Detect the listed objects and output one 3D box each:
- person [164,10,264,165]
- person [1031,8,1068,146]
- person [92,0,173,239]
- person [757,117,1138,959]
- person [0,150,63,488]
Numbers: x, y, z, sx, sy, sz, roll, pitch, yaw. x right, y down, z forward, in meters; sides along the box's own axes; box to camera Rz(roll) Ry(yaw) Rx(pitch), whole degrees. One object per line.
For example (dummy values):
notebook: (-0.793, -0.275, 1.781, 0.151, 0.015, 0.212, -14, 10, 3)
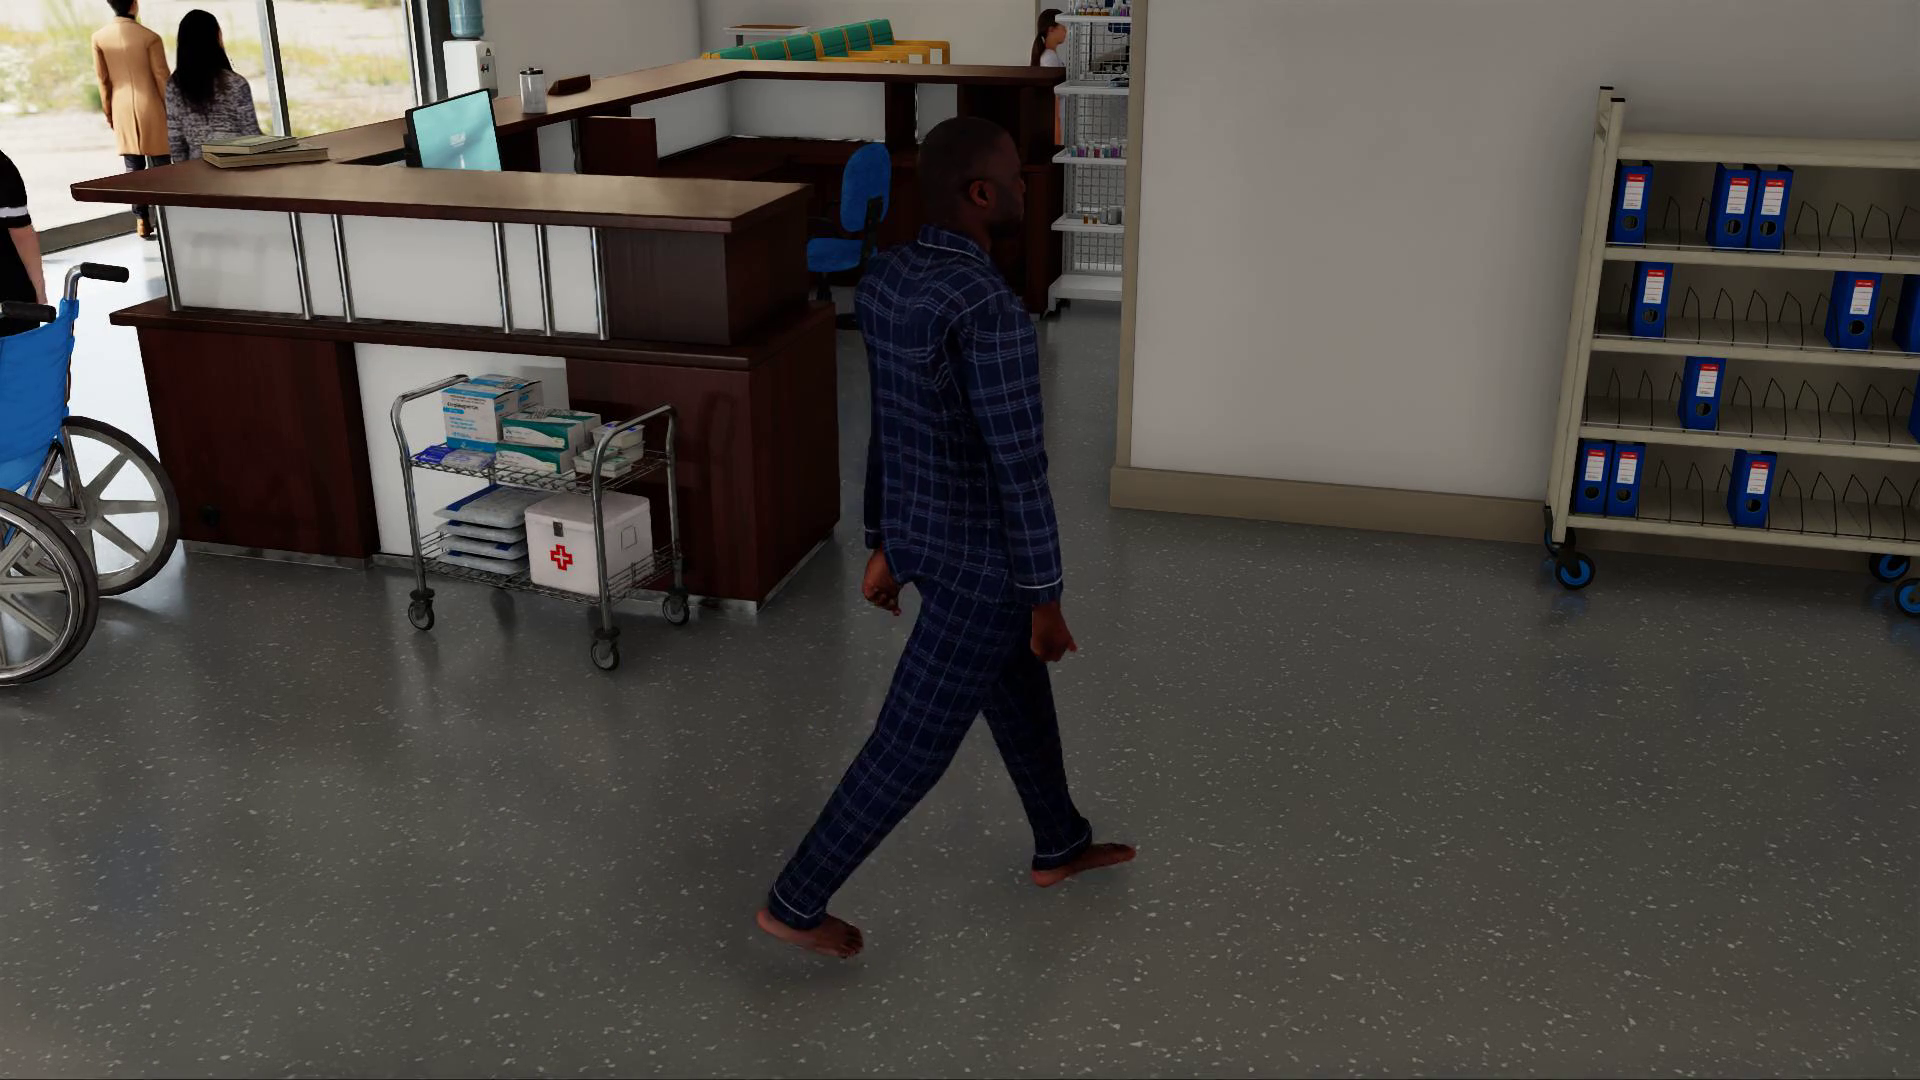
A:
person: (-3.699, -1.756, 8.347, 0.554, 1.733, 0.720, 0, 21, -1)
person: (0.609, -2.927, 11.681, 0.624, 1.561, 0.598, -3, 21, -7)
person: (-5.690, -2.981, 11.531, 0.687, 1.726, 0.795, -3, 21, -7)
person: (-0.074, 0.076, 3.450, 1.271, 1.775, 1.171, -10, 23, -24)
person: (-3.778, -0.956, 6.386, 0.766, 1.625, 0.754, 1, 21, 3)
